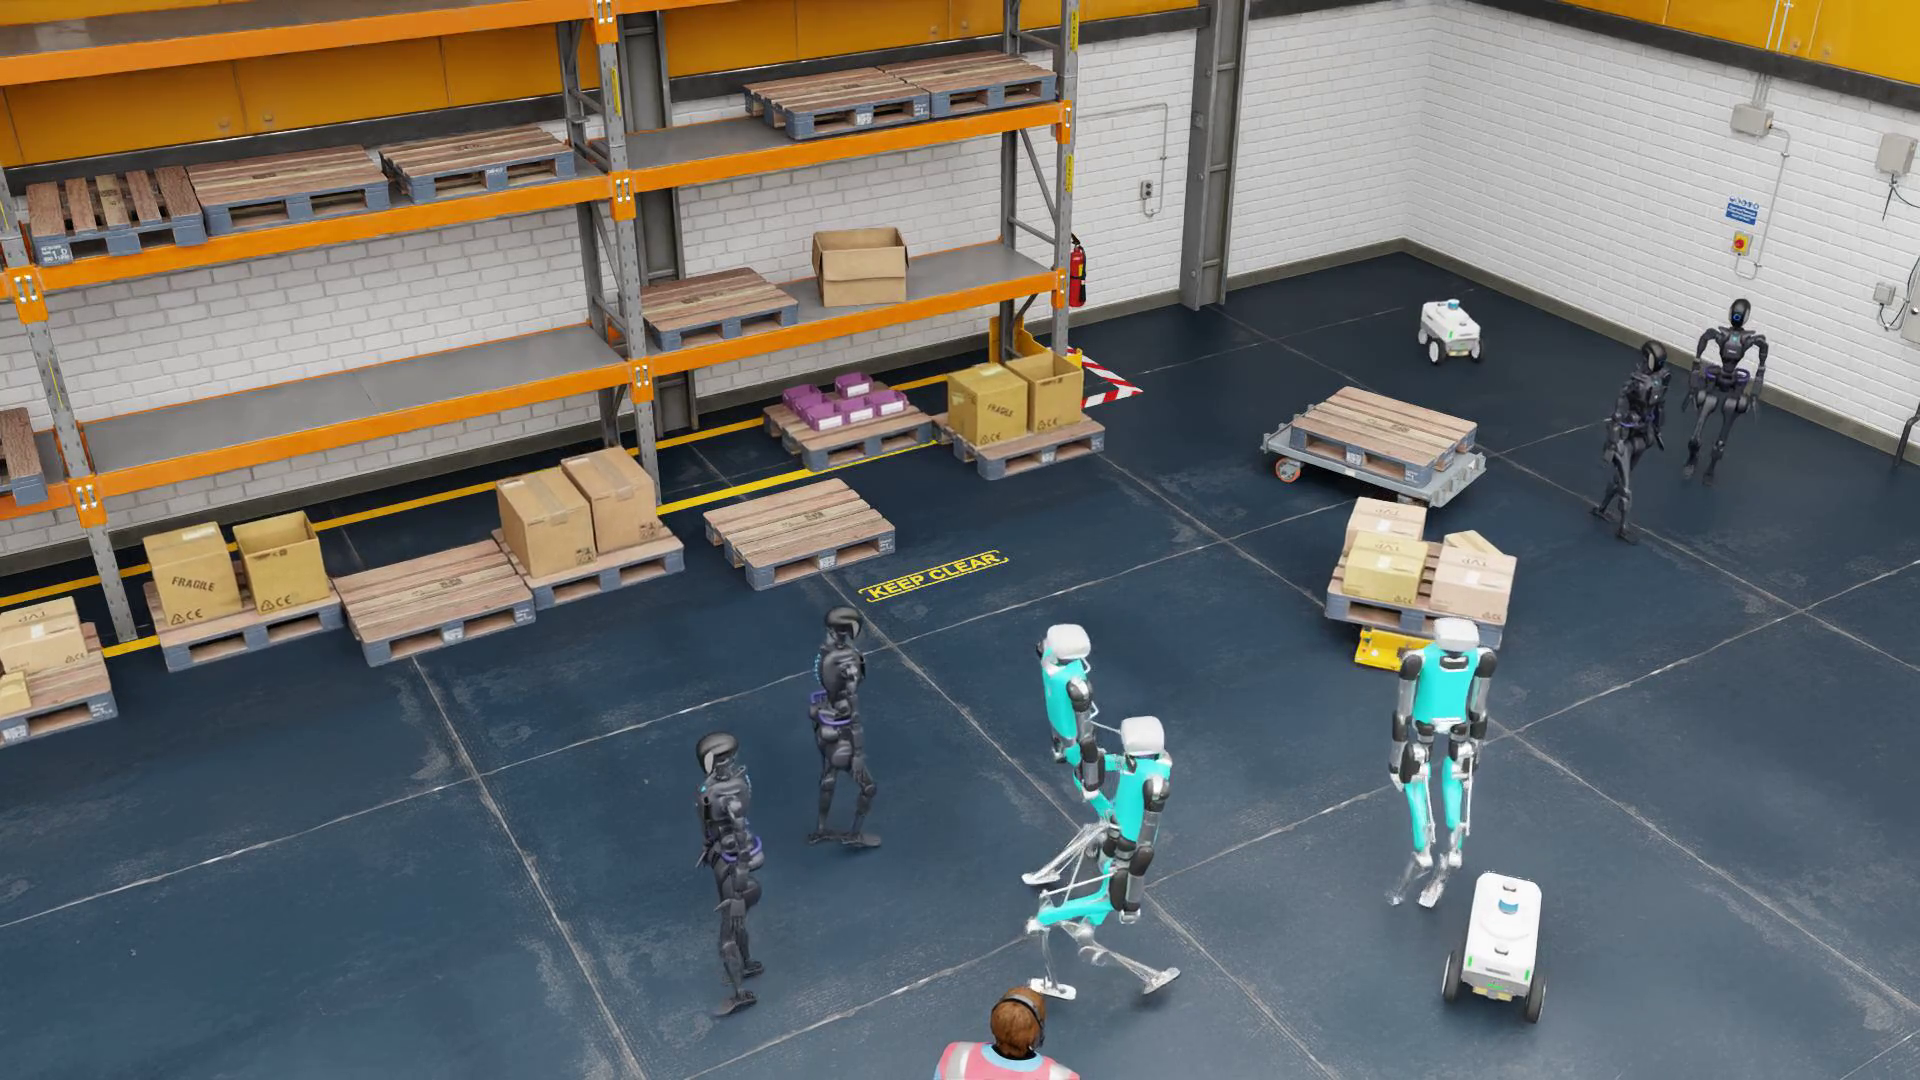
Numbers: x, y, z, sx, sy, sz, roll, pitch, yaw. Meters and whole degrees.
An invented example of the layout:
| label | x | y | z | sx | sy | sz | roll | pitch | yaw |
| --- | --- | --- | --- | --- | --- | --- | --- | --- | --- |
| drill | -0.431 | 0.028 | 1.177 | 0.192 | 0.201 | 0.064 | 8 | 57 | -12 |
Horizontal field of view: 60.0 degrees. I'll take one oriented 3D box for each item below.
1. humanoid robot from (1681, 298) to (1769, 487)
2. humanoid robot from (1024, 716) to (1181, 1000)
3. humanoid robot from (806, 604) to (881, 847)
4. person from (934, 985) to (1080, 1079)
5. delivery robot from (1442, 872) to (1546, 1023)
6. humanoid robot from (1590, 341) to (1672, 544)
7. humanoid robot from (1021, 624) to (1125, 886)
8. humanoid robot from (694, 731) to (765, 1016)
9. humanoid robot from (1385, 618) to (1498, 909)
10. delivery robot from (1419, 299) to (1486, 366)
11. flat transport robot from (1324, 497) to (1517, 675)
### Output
| label | x | y | z | sx | sy | sz | roll | pitch | yaw |
| --- | --- | --- | --- | --- | --- | --- | --- | --- | --- |
| humanoid robot | 6.292 | -1.207 | 13.683 | 0.602 | 1.647 | 0.340 | 13 | 32 | 21 |
| humanoid robot | 0.651 | 1.703 | 8.496 | 1.042 | 1.738 | 0.571 | -3 | 30 | -6 |
| humanoid robot | -0.707 | 1.091 | 9.617 | 0.430 | 1.645 | 0.585 | -11 | 31 | -19 |
| person | 0.210 | 2.566 | 6.849 | 0.628 | 1.838 | 0.431 | 8 | 31 | 14 |
| delivery robot | 2.892 | 2.137 | 8.888 | 0.499 | 0.581 | 0.774 | 10 | 31 | 18 |
| humanoid robot | 5.298 | -0.791 | 12.965 | 0.612 | 1.630 | 0.667 | -15 | 33 | -24 |
| humanoid robot | 0.777 | 1.203 | 9.352 | 0.925 | 1.752 | 0.548 | -11 | 31 | -19 |
| humanoid robot | -1.208 | 1.686 | 8.559 | 0.390 | 1.653 | 0.595 | -14 | 32 | -23 |
| humanoid robot | 2.663 | 1.333 | 9.131 | 0.553 | 1.791 | 0.717 | -3 | 30 | -5 |
| delivery robot | 4.816 | -2.051 | 16.326 | 0.499 | 0.606 | 0.796 | -4 | 30 | -8 |
| flat transport robot | 3.315 | 0.527 | 12.042 | 0.659 | 0.231 | 1.431 | 11 | 31 | 19 |
